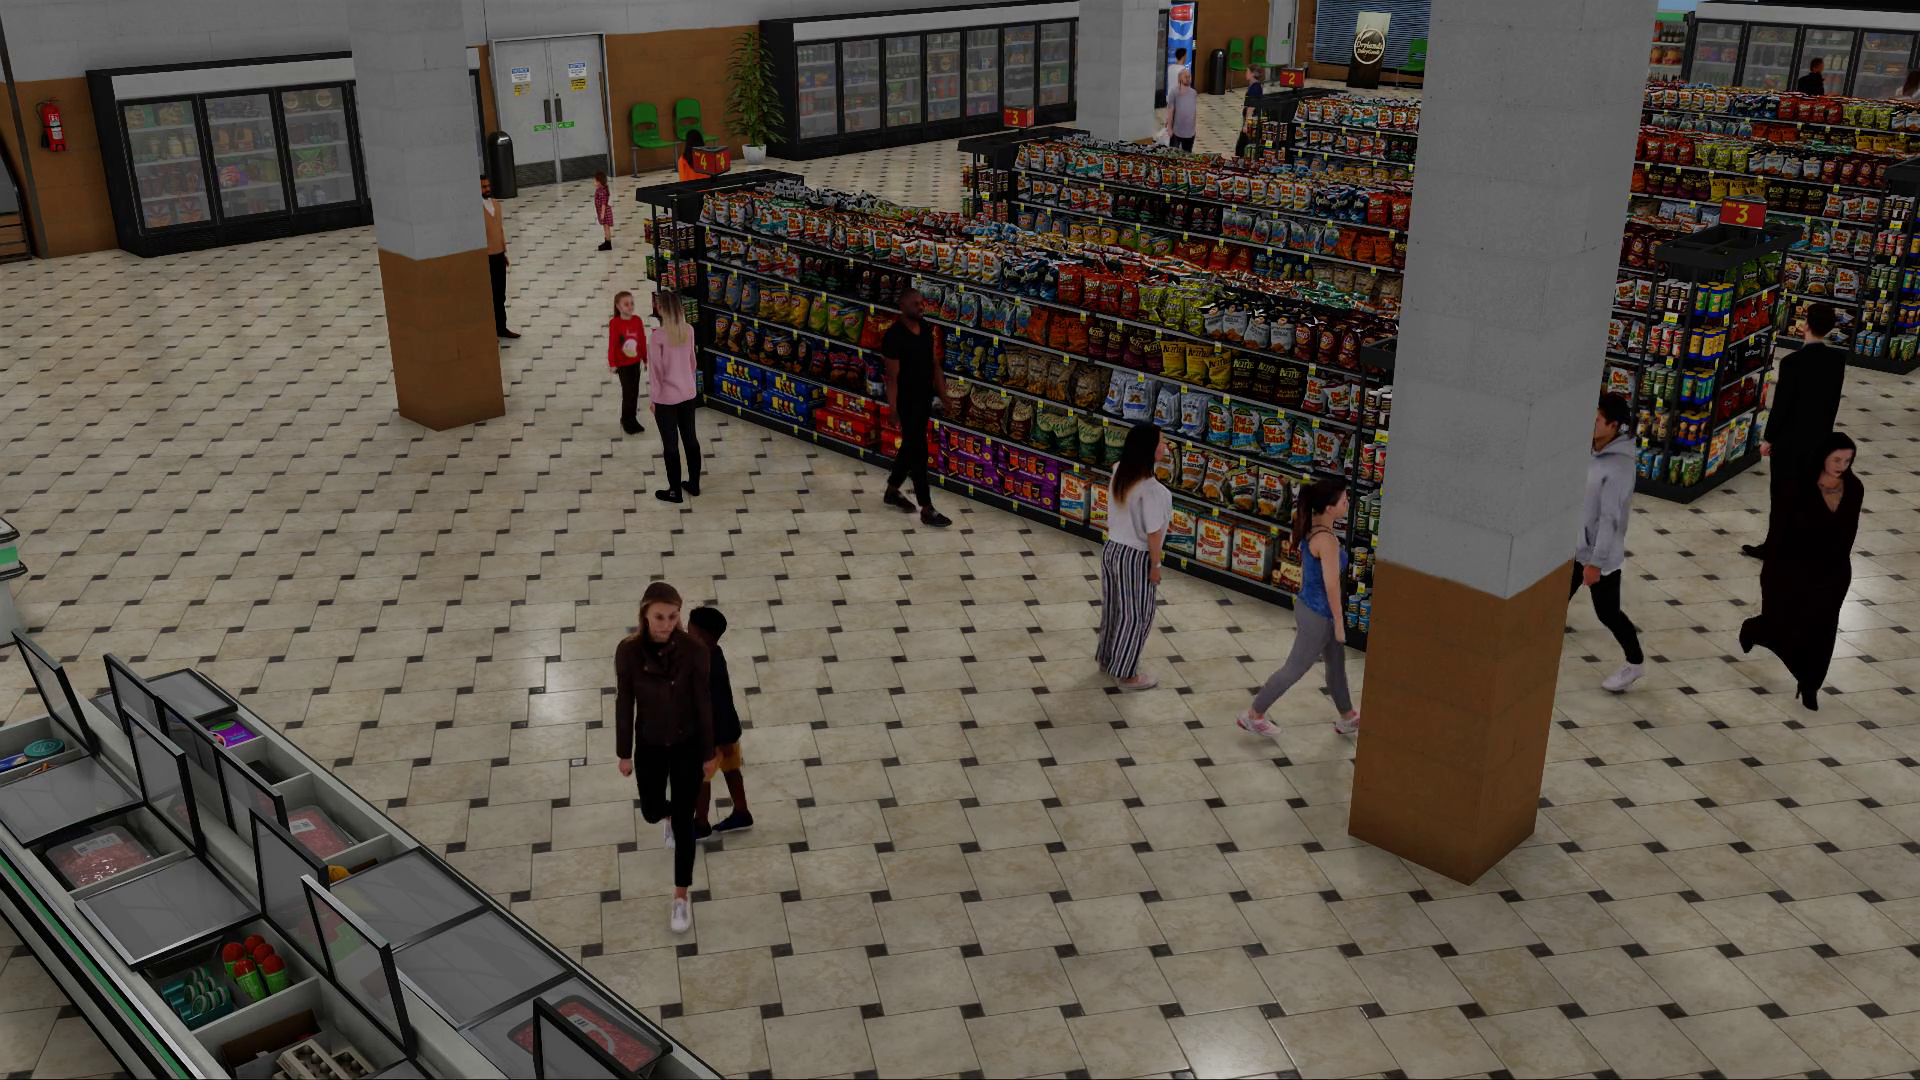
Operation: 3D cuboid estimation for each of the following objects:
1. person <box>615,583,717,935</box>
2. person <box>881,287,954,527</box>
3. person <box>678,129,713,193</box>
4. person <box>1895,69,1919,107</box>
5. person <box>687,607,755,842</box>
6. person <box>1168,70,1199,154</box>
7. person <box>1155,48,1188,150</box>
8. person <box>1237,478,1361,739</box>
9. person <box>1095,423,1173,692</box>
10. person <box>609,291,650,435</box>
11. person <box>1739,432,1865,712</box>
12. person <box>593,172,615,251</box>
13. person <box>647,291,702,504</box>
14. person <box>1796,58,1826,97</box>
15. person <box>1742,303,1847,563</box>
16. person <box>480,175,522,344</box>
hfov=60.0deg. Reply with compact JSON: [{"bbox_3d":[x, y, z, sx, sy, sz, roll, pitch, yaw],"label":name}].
[{"bbox_3d":[-1.367,0.959,7.877,1.035,1.681,1.083,1,22,3],"label":"person"},{"bbox_3d":[-0.404,-1.043,12.704,1.032,1.797,0.775,15,26,33],"label":"person"},{"bbox_3d":[-3.268,-4.240,20.724,0.630,1.748,0.572,-17,28,-37],"label":"person"},{"bbox_3d":[15.523,-6.886,27.406,0.876,1.676,0.712,18,28,37],"label":"person"},{"bbox_3d":[-1.184,0.938,8.508,0.757,1.250,0.716,-5,23,-13],"label":"person"},{"bbox_3d":[3.488,-6.429,26.053,0.745,1.837,0.719,-10,24,-23],"label":"person"},{"bbox_3d":[3.800,-7.853,29.689,0.850,1.771,0.901,-12,25,-27],"label":"person"},{"bbox_3d":[1.929,0.431,9.336,1.094,1.572,1.031,0,22,0],"label":"person"},{"bbox_3d":[1.045,0.086,10.056,0.836,1.675,0.718,-9,23,-20],"label":"person"},{"bbox_3d":[-2.975,-1.580,14.743,0.501,1.272,0.499,-20,30,-41],"label":"person"},{"bbox_3d":[4.934,0.157,9.826,0.966,1.716,1.022,-1,22,-3],"label":"person"},{"bbox_3d":[-4.702,-4.351,21.980,0.565,1.018,0.498,-2,22,-6],"label":"person"},{"bbox_3d":[-2.236,-1.130,13.067,0.556,1.688,0.609,17,28,37],"label":"person"},{"bbox_3d":[13.728,-6.844,26.998,0.861,1.903,0.764,-3,22,-8],"label":"person"},{"bbox_3d":[5.985,-0.750,11.847,0.789,1.892,0.805,-4,22,-10],"label":"person"},{"bbox_3d":[-4.986,-2.978,17.576,0.687,1.754,0.718,12,25,27],"label":"person"}]
